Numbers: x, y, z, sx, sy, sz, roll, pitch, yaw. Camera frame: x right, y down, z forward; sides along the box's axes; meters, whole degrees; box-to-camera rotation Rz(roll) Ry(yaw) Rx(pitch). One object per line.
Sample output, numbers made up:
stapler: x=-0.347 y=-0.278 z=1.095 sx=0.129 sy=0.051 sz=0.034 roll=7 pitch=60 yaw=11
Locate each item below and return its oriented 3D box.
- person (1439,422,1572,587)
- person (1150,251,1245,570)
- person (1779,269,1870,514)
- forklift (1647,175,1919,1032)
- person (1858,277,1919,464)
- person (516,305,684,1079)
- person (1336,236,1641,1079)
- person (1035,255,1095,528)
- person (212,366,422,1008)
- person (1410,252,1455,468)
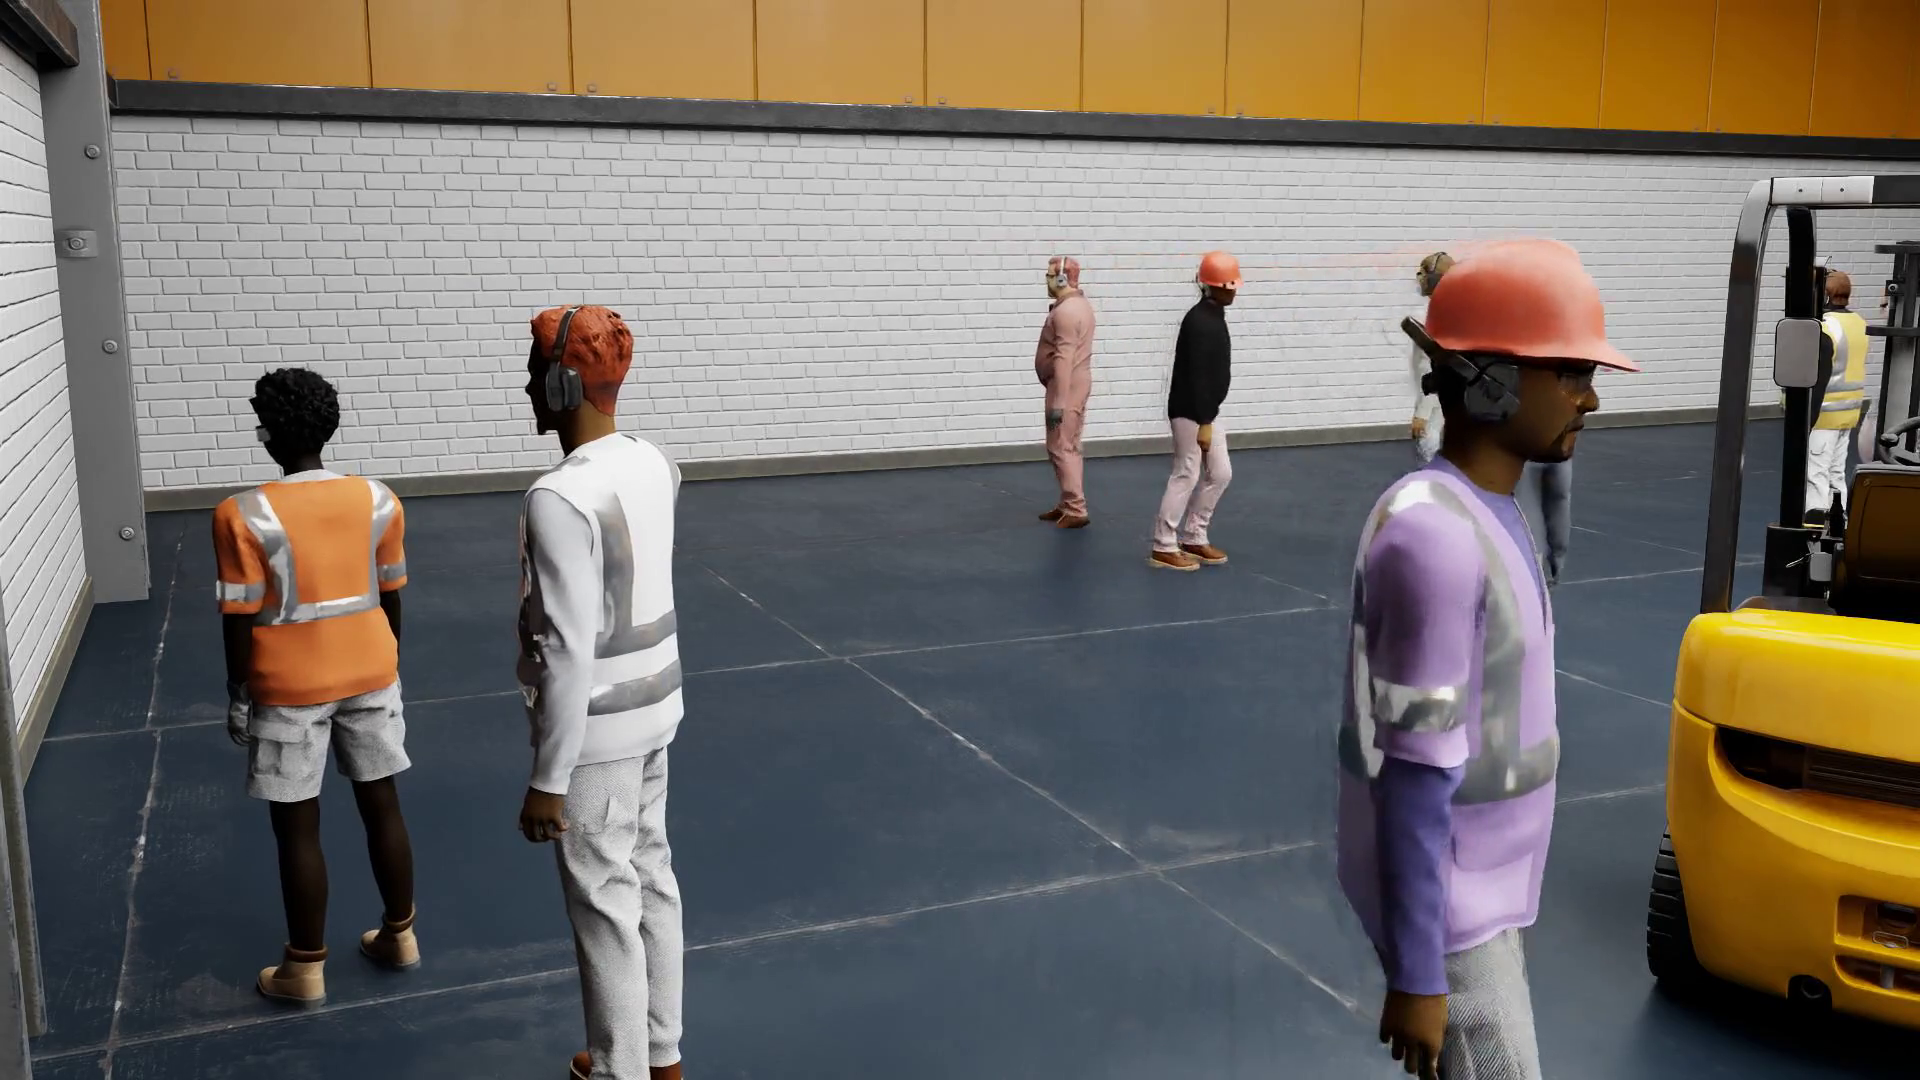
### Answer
person: x=2.101 y=0.050 z=6.488 sx=0.520 sy=1.617 sz=0.353 roll=3 pitch=11 yaw=16
person: x=1.432 y=-0.761 z=10.043 sx=0.614 sy=1.946 sz=0.638 roll=5 pitch=11 yaw=25
person: x=5.148 y=-0.694 z=9.978 sx=0.634 sy=1.841 sz=0.429 roll=-9 pitch=13 yaw=-40
forklift: x=2.810 y=0.094 z=4.662 sx=1.214 sy=2.155 sz=2.313 roll=7 pitch=12 yaw=34
person: x=4.165 y=-0.211 z=7.198 sx=0.527 sy=1.883 sz=0.649 roll=8 pitch=13 yaw=37
person: x=-0.799 y=0.430 z=3.670 sx=0.356 sy=1.882 sz=0.574 roll=2 pitch=10 yaw=10
person: x=0.764 y=0.544 z=2.646 sx=0.491 sy=2.024 sz=0.628 roll=5 pitch=11 yaw=24
person: x=0.724 y=-1.034 z=11.703 sx=0.404 sy=1.917 sz=0.650 roll=3 pitch=11 yaw=16
person: x=-1.707 y=0.387 z=4.446 sx=0.321 sy=1.690 sz=0.532 roll=8 pitch=13 yaw=39
person: x=2.982 y=-0.825 z=10.427 sx=0.379 sy=1.940 sz=0.629 roll=7 pitch=12 yaw=34
